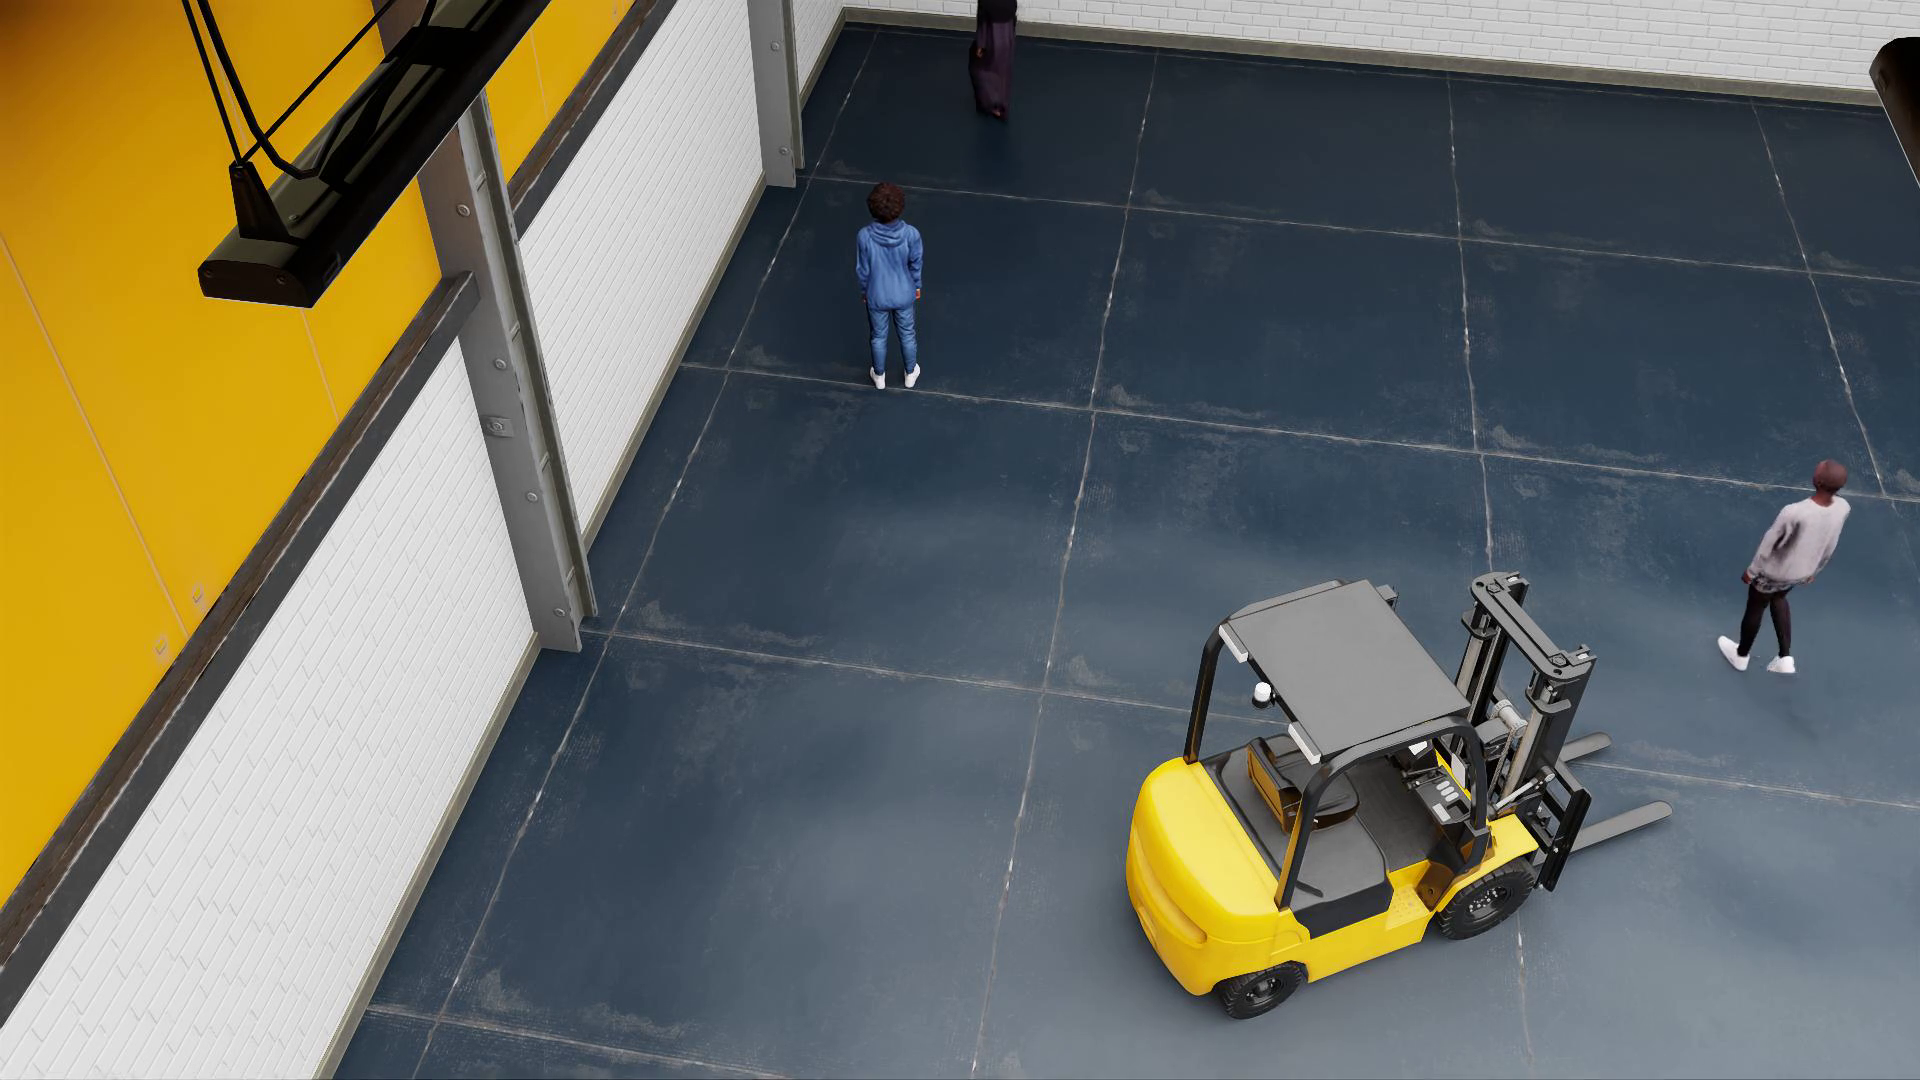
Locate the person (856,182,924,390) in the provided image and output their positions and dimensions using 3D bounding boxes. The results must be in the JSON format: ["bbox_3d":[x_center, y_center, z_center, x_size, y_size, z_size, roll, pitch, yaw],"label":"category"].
[{"bbox_3d":[-0.539,-1.948,12.860,0.725,1.811,0.656,-3,44,-3],"label":"person"}]

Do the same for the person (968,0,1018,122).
[{"bbox_3d":[0.371,-4.776,15.975,0.821,1.610,0.892,-20,47,-19],"label":"person"}]

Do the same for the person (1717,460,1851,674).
[{"bbox_3d":[5.310,0.248,10.591,0.793,1.761,0.897,-11,45,-11],"label":"person"}]
